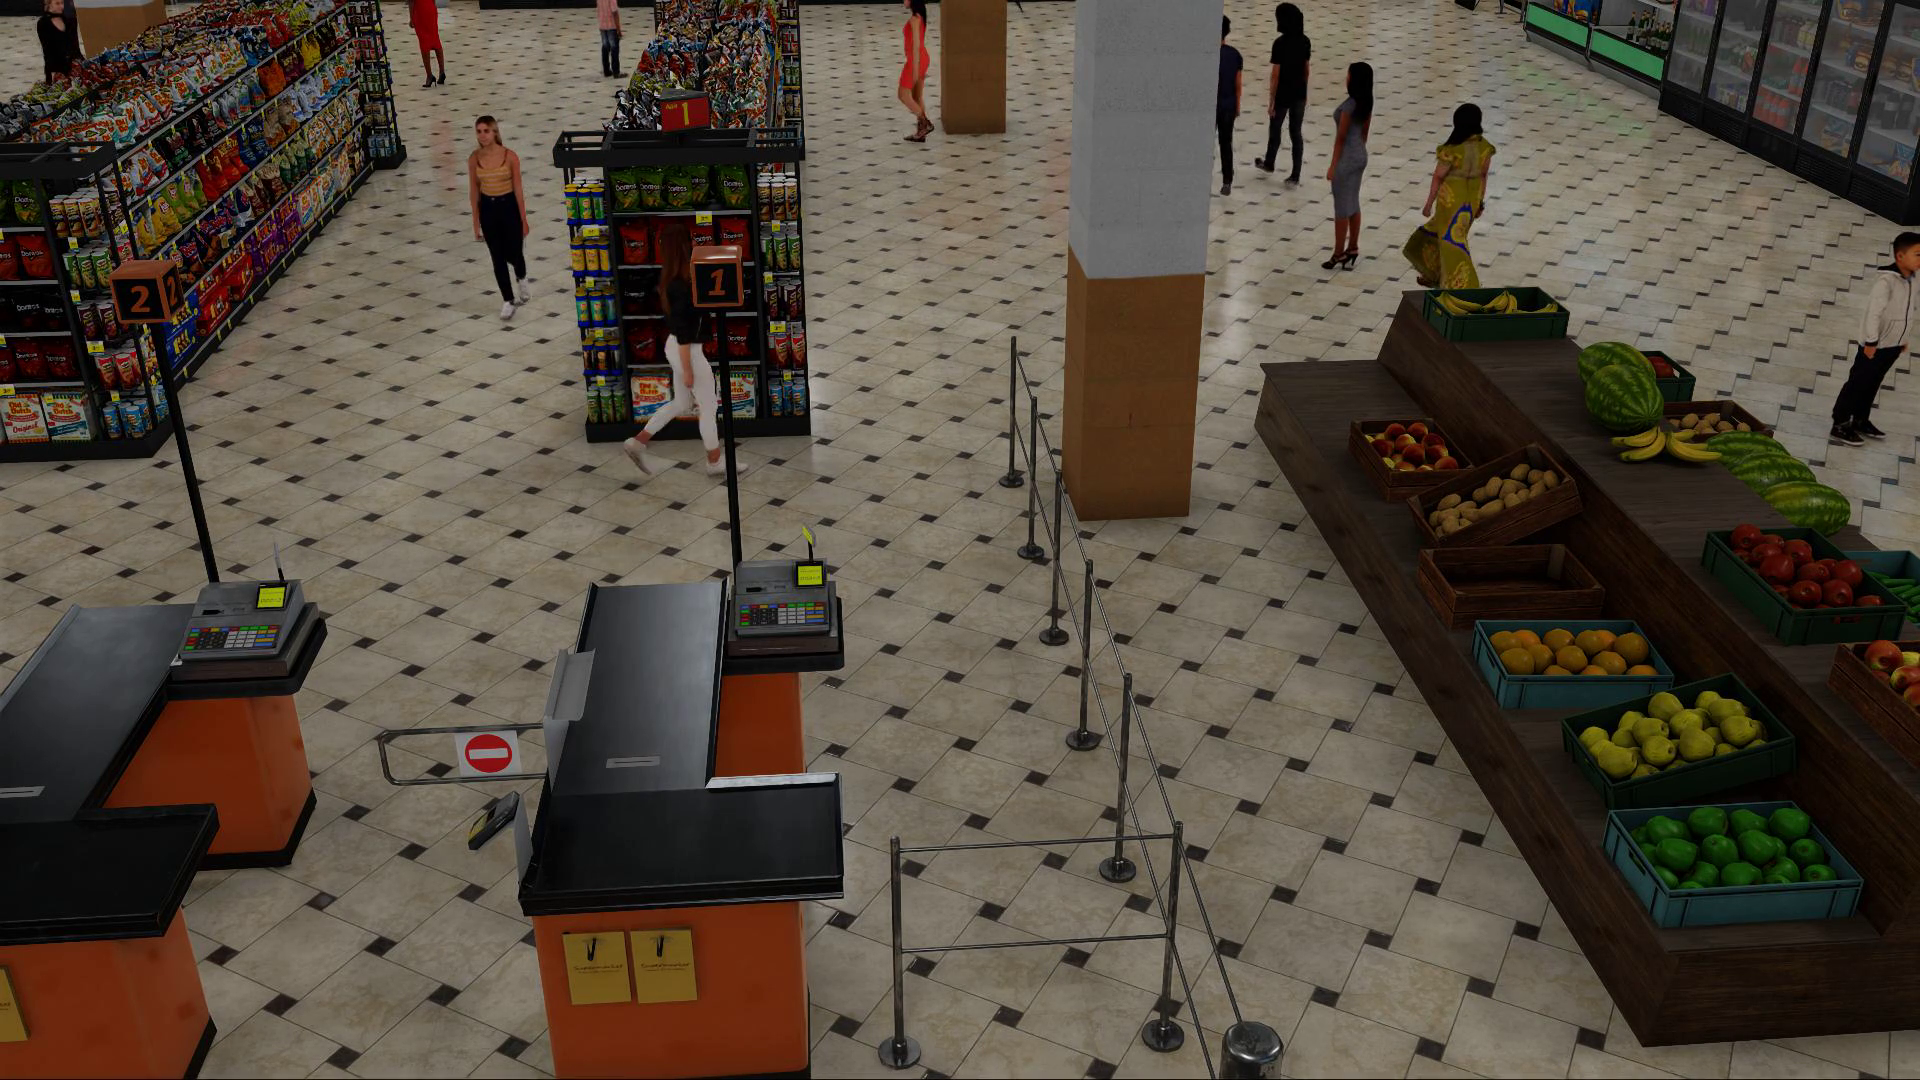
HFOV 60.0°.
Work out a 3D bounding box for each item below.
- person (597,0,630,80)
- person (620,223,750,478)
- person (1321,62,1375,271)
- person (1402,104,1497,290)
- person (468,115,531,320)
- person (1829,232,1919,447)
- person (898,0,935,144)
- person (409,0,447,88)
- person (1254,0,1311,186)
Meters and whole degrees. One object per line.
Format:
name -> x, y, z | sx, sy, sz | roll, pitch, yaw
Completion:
person -> -4.634, -6.769, 21.938 | 0.580, 1.307, 0.629 | 18, 32, 32
person -> -1.789, -1.149, 10.443 | 0.808, 1.681, 1.016 | -8, 28, -16
person -> 3.407, -3.247, 14.471 | 0.703, 1.779, 0.654 | 23, 35, 37
person -> 4.087, -2.661, 13.502 | 1.034, 1.609, 1.454 | -11, 29, -21
person -> -3.681, -2.613, 13.399 | 0.609, 1.617, 0.737 | 0, 27, 0
person -> 6.137, -1.352, 11.096 | 0.642, 1.451, 0.626 | -14, 30, -26
person -> -0.400, -5.282, 18.559 | 0.729, 1.710, 0.626 | 3, 27, 5
person -> -6.872, -6.723, 21.364 | 0.700, 1.744, 0.622 | 17, 32, 31
person -> 3.390, -4.489, 16.920 | 0.903, 1.779, 1.196 | -10, 29, -19
